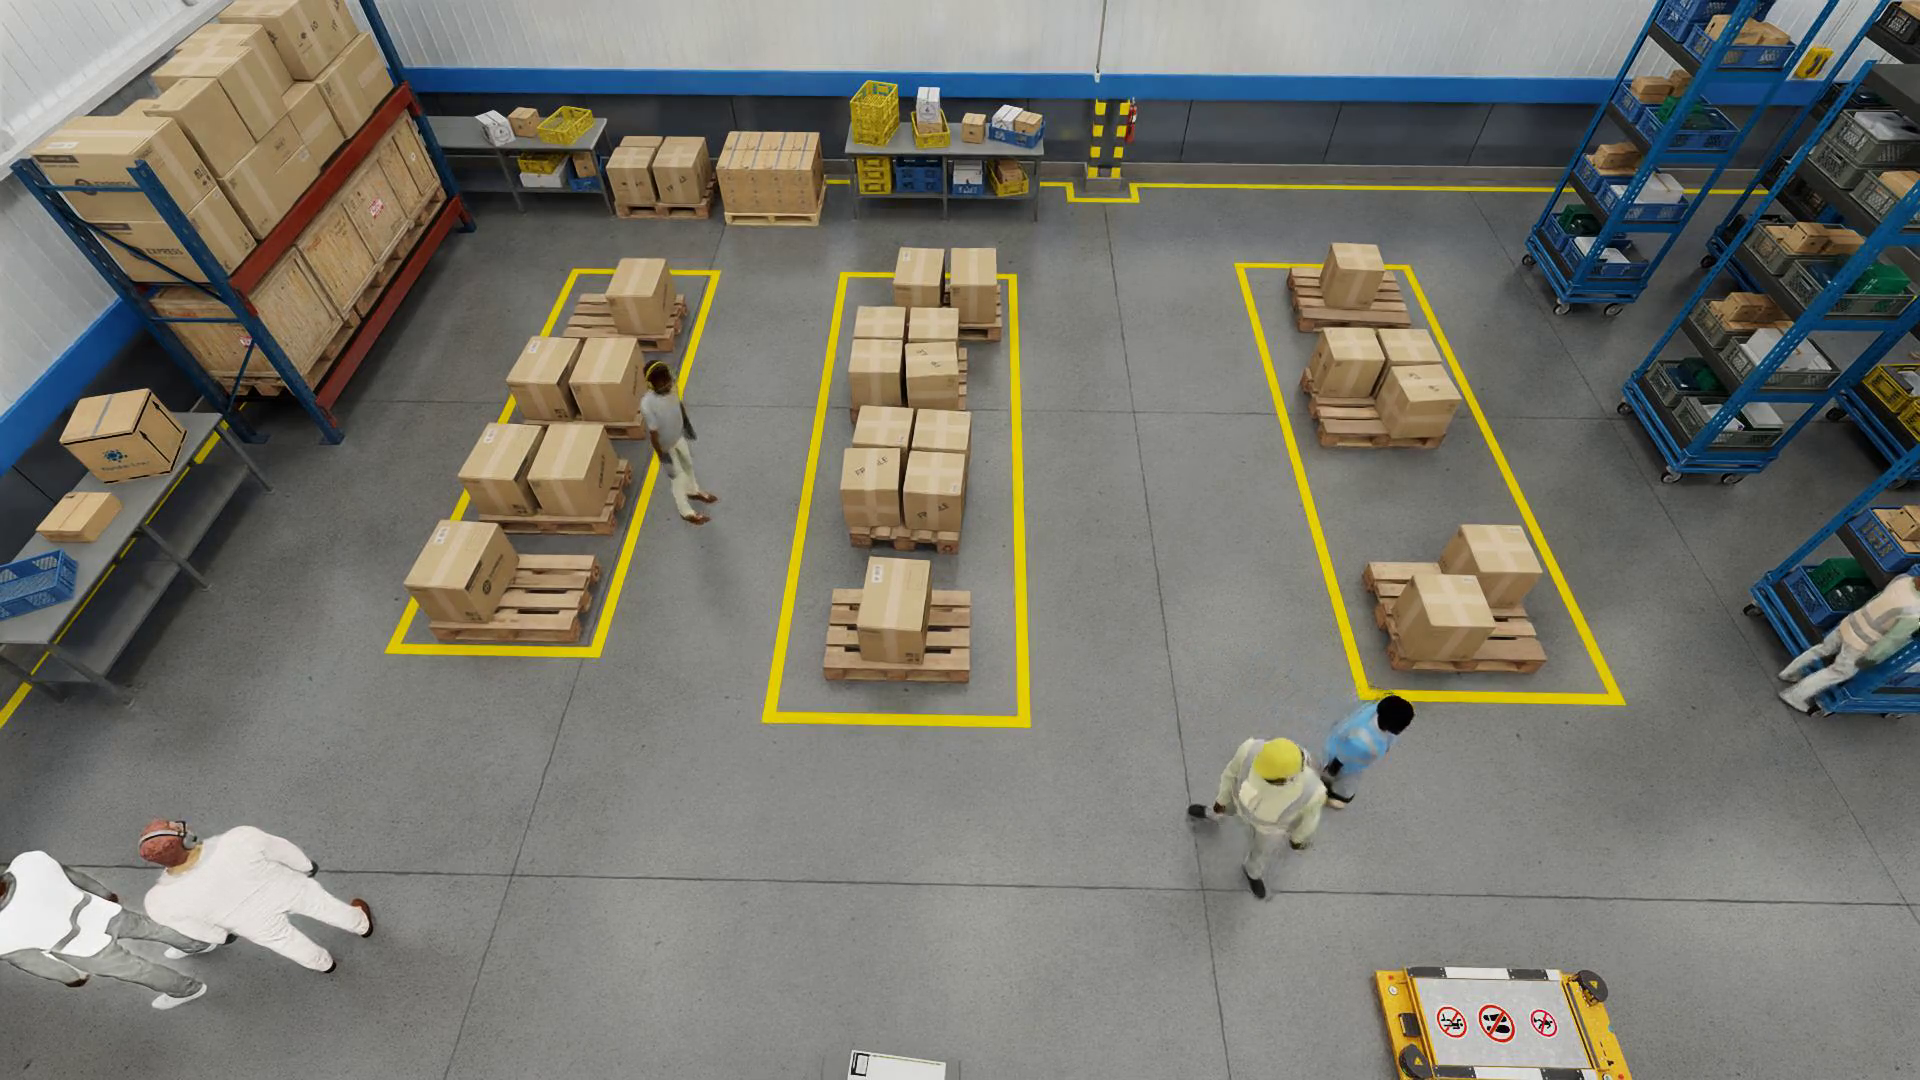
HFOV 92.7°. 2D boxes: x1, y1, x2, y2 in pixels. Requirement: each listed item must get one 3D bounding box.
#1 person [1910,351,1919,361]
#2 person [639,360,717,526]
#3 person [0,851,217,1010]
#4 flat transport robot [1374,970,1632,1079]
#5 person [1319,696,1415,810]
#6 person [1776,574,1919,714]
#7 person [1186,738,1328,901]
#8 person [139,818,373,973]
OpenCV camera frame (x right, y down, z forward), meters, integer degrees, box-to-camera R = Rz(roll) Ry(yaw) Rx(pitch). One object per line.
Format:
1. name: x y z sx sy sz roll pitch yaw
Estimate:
1. person: 10.792 -2.545 9.449 0.418 1.983 0.615 3 51 2
2. person: -2.539 -0.887 8.179 0.364 1.858 0.589 14 52 12
3. person: -5.248 2.350 5.508 0.390 1.909 0.584 -10 52 -8
4. flat transport robot: 3.501 3.133 5.914 1.431 0.197 0.652 1 51 1
5. person: 2.741 1.491 6.345 0.369 1.672 0.557 37 60 26
6. person: 6.887 0.734 6.999 0.318 1.630 0.545 23 54 18
7. person: 1.956 1.753 6.063 0.430 1.800 0.819 -37 60 -26
8. person: -4.326 2.184 5.642 0.401 1.904 0.648 31 57 23
